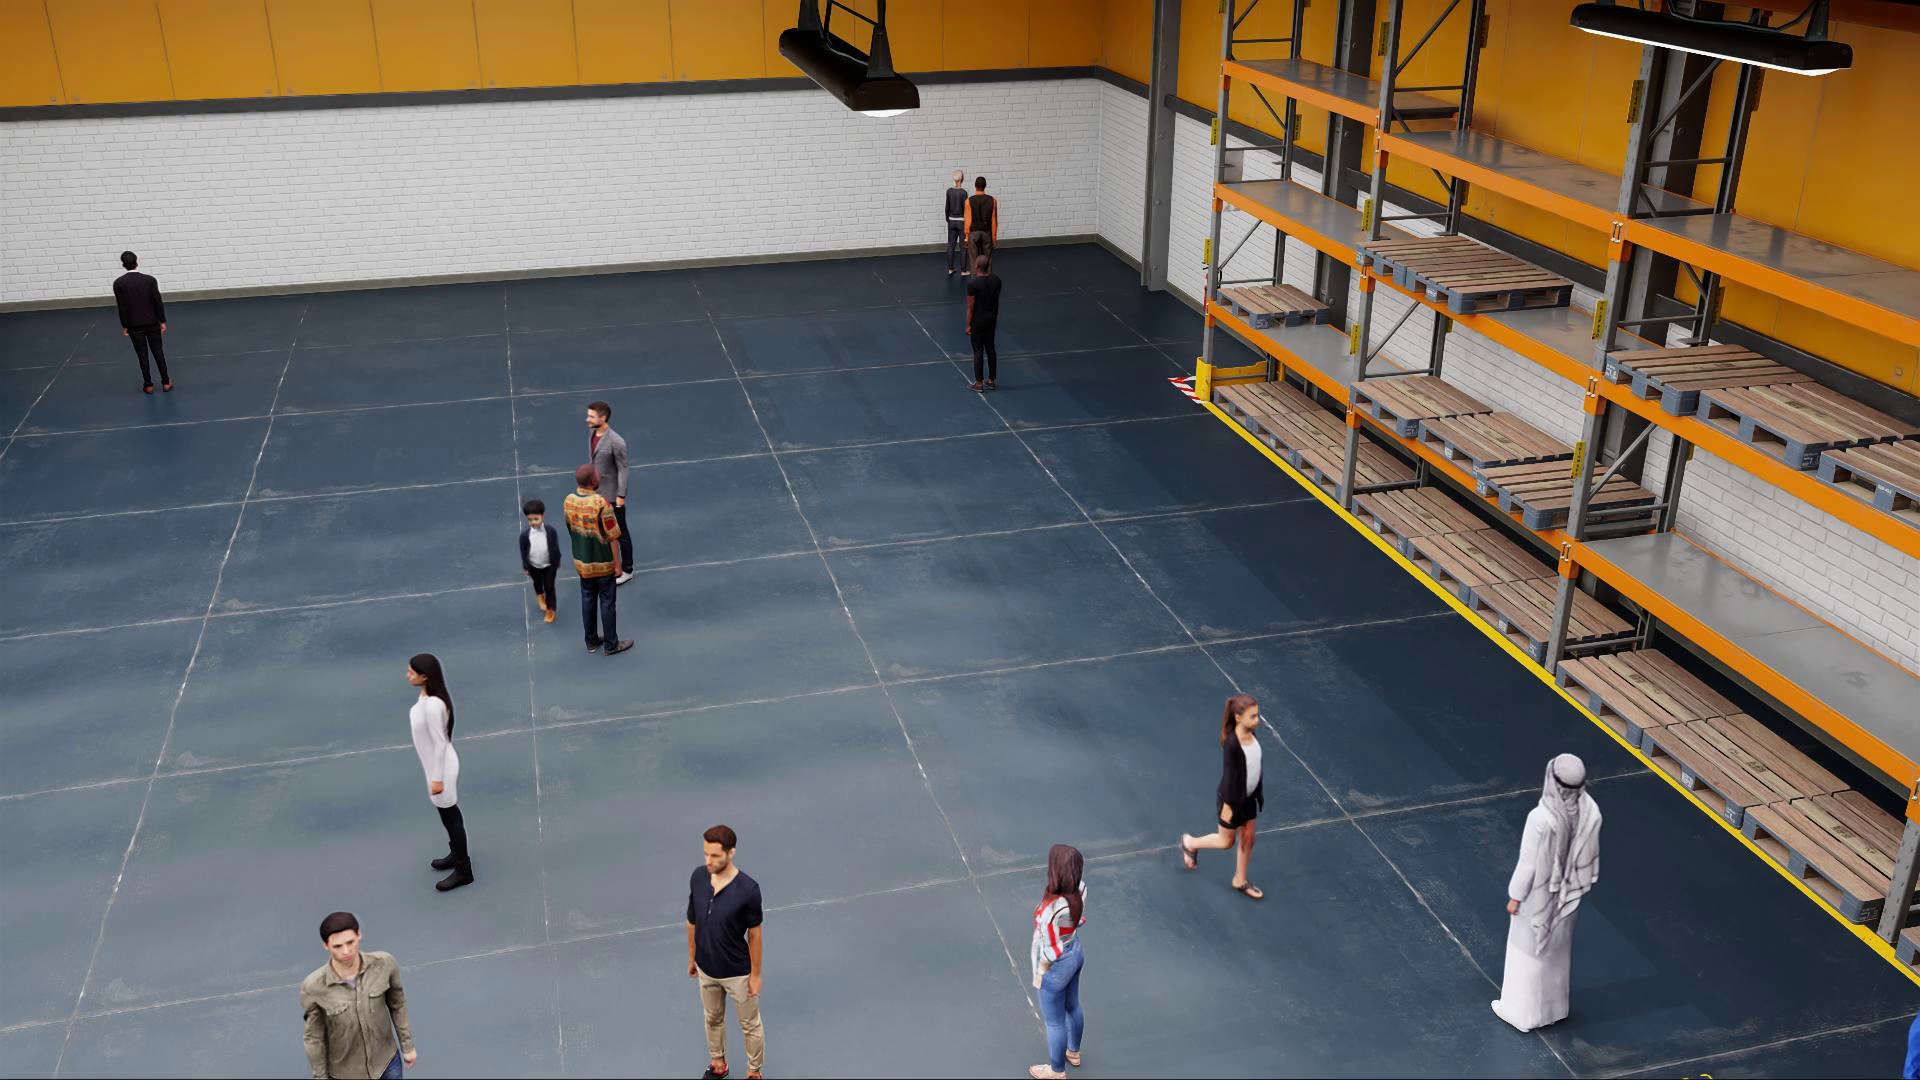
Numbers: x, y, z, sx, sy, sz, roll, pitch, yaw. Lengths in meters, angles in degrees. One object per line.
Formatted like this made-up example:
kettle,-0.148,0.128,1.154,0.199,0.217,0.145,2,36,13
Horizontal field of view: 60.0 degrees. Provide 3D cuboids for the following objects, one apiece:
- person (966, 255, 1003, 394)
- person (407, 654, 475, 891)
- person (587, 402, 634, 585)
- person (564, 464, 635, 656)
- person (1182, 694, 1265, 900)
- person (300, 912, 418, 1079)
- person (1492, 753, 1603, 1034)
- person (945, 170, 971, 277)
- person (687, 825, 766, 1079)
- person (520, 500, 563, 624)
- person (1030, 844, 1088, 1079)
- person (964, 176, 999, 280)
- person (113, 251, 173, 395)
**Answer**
person,0.307,-2.849,21.838,0.734,1.820,0.684,-15,28,-31
person,-3.639,1.605,11.664,0.688,1.808,0.478,-8,25,-18
person,-3.459,-0.485,16.365,0.735,1.873,0.841,20,31,39
person,-3.278,0.171,14.945,0.825,1.807,0.874,11,26,24
person,1.871,1.764,11.631,0.953,1.542,0.795,21,31,39
person,-3.194,2.782,8.899,0.783,1.865,0.732,-17,29,-33
person,3.619,2.167,10.231,0.697,1.926,0.623,-8,25,-17
person,-0.031,-5.251,27.449,0.669,1.726,0.737,14,27,29
person,-1.353,2.454,9.659,0.705,1.859,0.724,9,25,19
person,-3.959,0.157,15.731,0.542,1.203,0.855,-7,24,-15
person,0.597,2.498,9.865,0.715,1.613,0.663,14,27,29
person,0.321,-4.736,26.046,0.712,1.908,0.622,-4,24,-9
person,-10.704,-2.856,21.774,0.742,1.883,0.633,-12,26,-25
